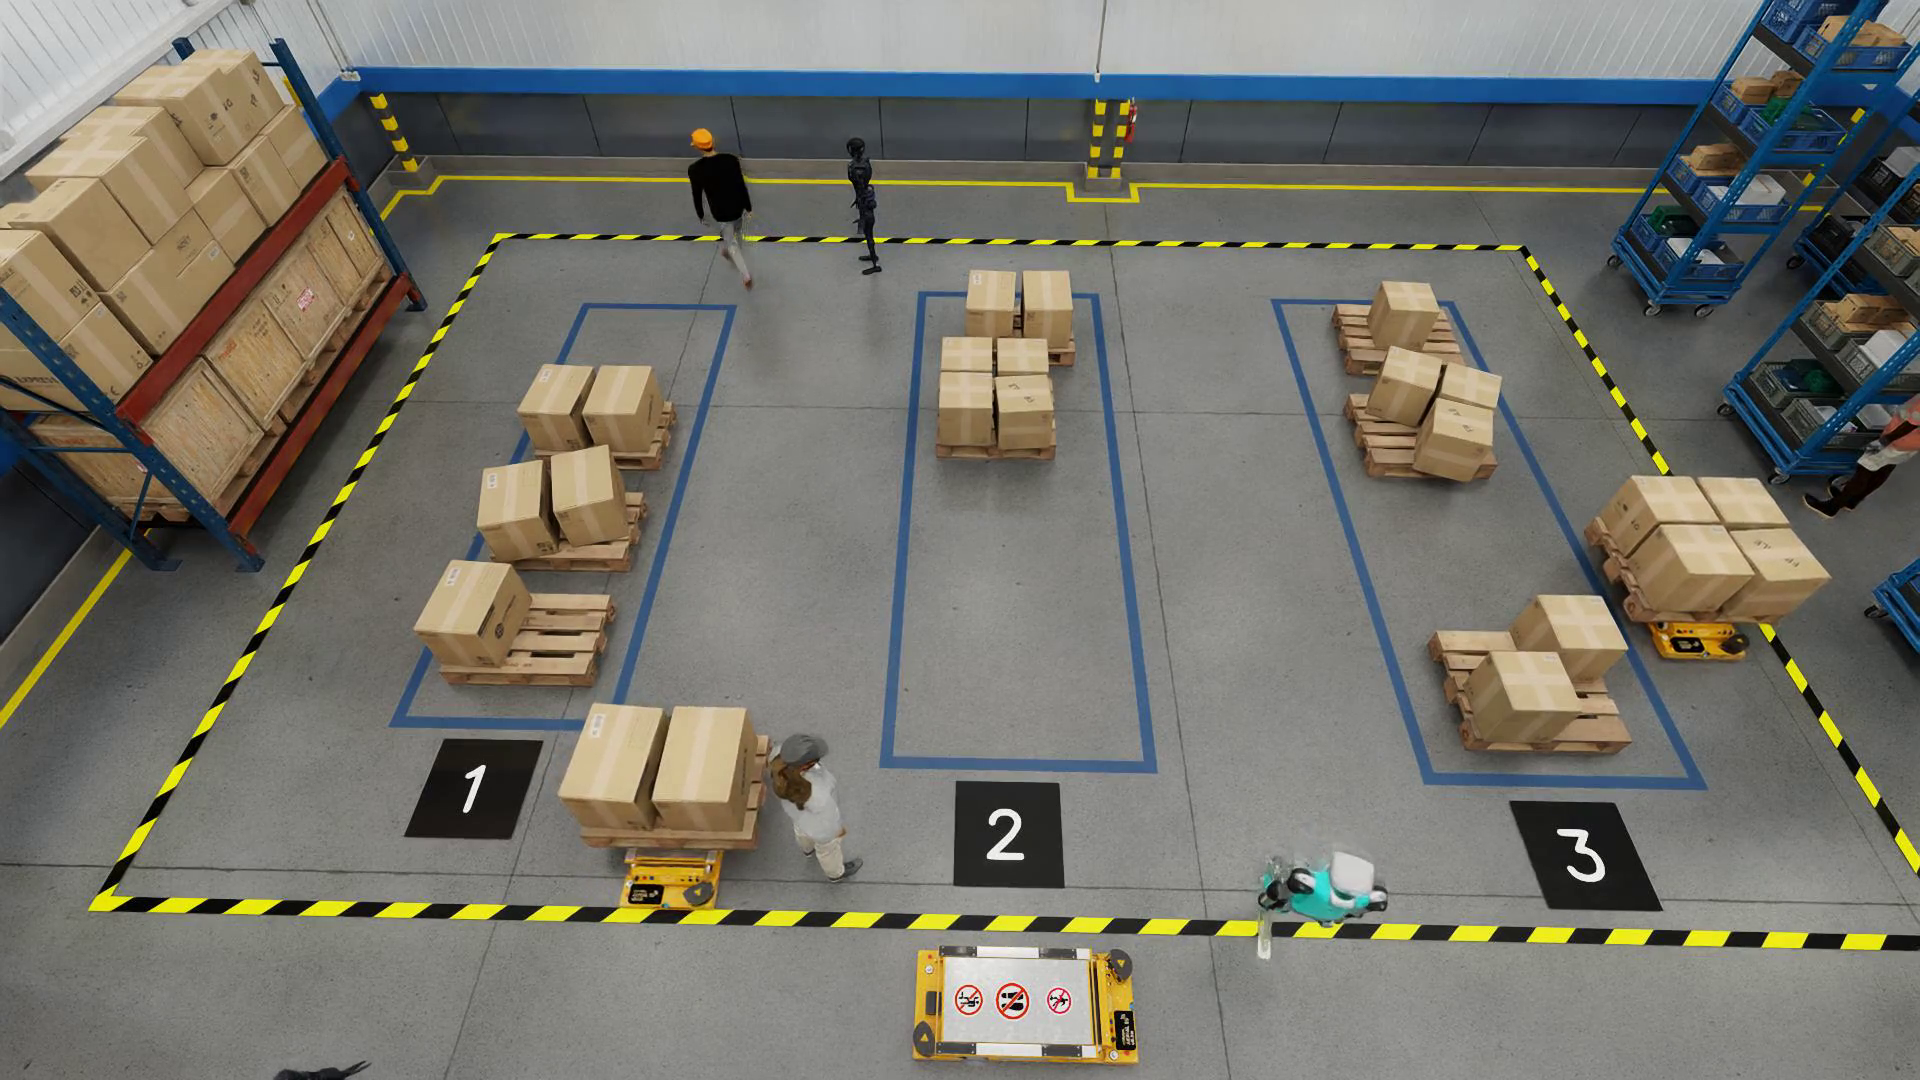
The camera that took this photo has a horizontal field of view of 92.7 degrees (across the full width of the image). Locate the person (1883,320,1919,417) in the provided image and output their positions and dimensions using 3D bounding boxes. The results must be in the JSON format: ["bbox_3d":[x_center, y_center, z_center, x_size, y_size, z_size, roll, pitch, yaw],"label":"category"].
[{"bbox_3d":[9.341,-1.926,9.015,0.639,1.887,1.007,-27,56,-20],"label":"person"}]

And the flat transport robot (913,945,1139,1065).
[{"bbox_3d":[0.422,3.041,6.007,1.431,0.231,0.659,1,51,1],"label":"flat transport robot"}]

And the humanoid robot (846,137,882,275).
[{"bbox_3d":[-1.135,-3.917,10.763,0.315,1.653,0.599,-6,51,-5],"label":"humanoid robot"}]

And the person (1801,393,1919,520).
[{"bbox_3d":[8.422,-0.941,8.159,0.607,1.962,0.368,-13,52,-10],"label":"person"}]

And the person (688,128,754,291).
[{"bbox_3d":[-2.750,-3.835,10.602,0.601,1.824,0.892,-23,54,-18],"label":"person"}]

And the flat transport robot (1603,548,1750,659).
[{"bbox_3d":[6.300,0.396,8.145,0.652,0.197,1.431,1,51,1],"label":"flat transport robot"}]

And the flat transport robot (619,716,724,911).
[{"bbox_3d":[-2.045,1.998,6.839,0.652,0.197,1.431,1,51,1],"label":"flat transport robot"}]

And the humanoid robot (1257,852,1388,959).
[{"bbox_3d":[2.177,2.114,5.856,0.557,1.813,0.937,9,51,7],"label":"humanoid robot"}]

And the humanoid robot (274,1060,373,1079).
[{"bbox_3d":[-3.321,3.145,5.018,0.599,1.647,0.422,37,60,26],"label":"humanoid robot"}]

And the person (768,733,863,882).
[{"bbox_3d":[-0.976,1.784,6.066,0.401,1.763,0.561,-37,60,-26],"label":"person"}]
